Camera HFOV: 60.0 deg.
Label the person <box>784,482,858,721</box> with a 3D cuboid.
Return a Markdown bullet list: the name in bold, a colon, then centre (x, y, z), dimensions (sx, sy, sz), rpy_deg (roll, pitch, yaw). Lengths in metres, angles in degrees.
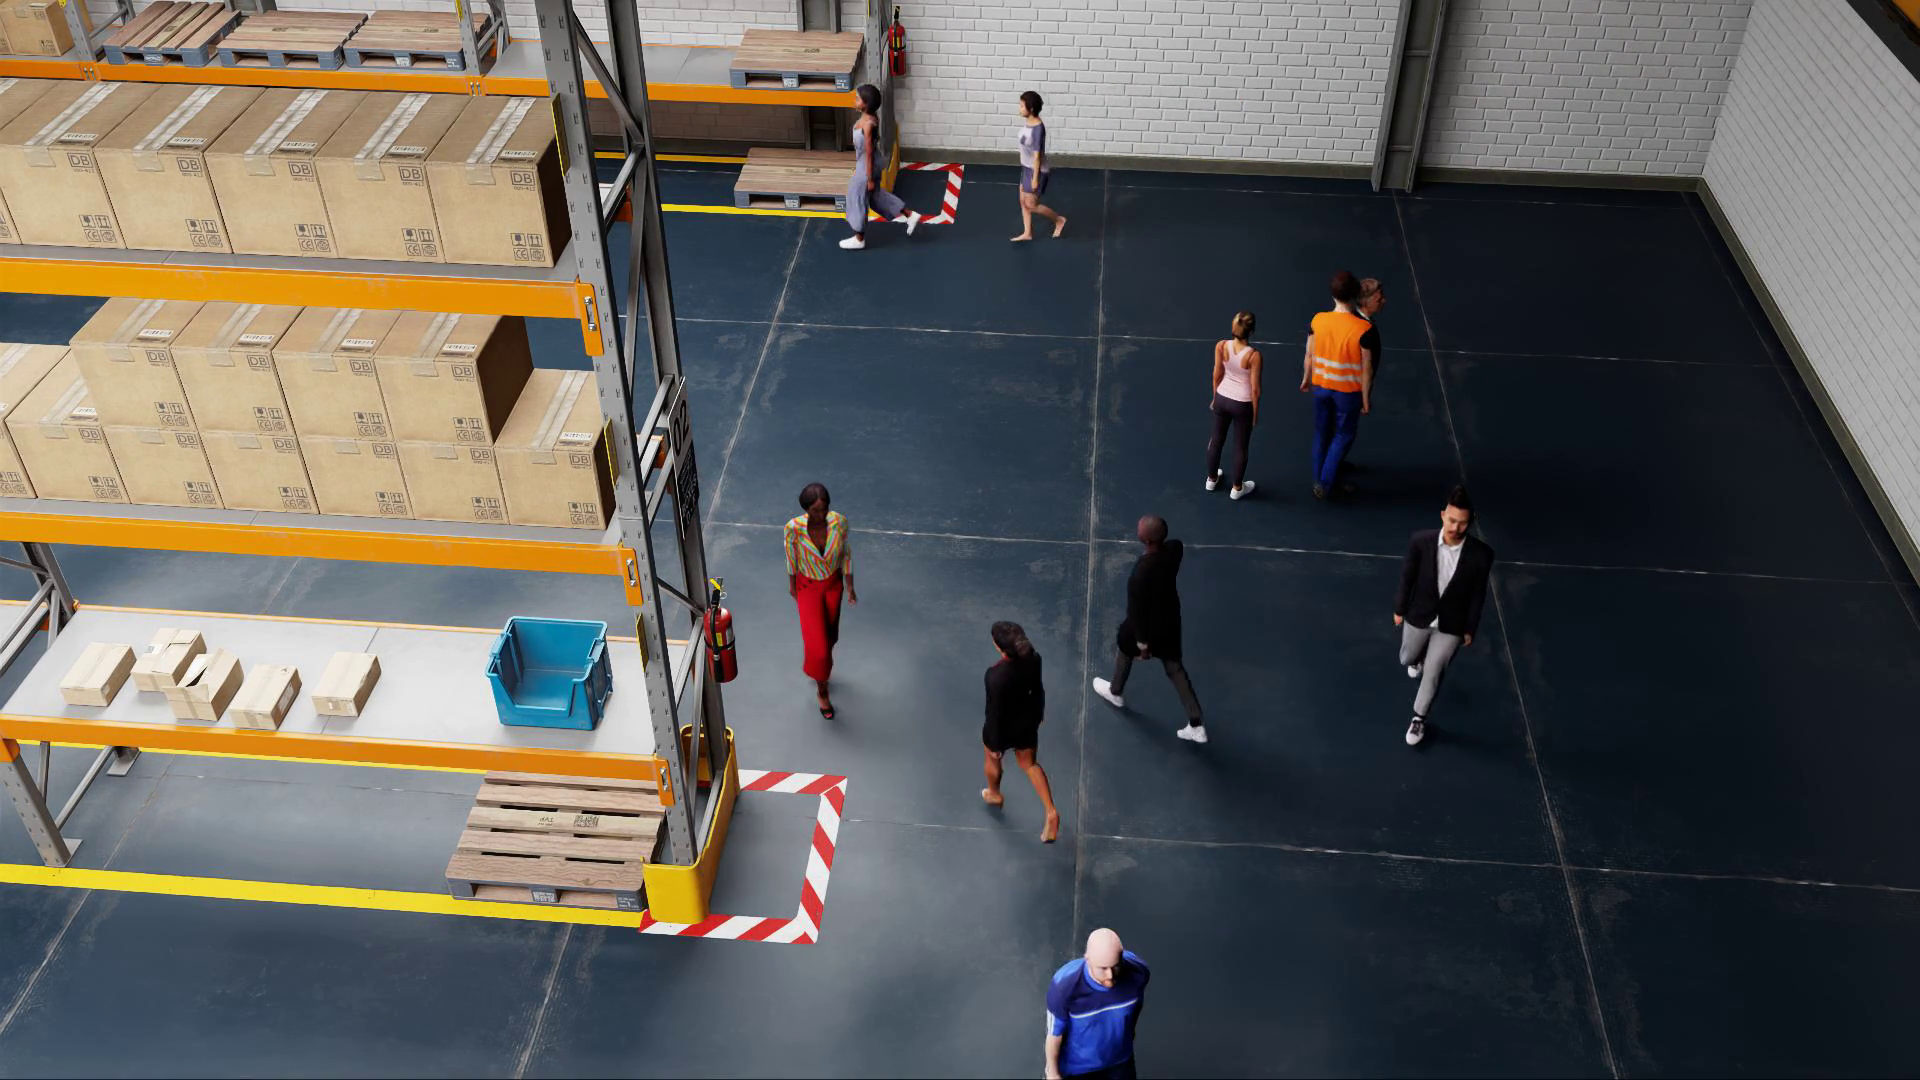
- **person**: centre (-0.953, 0.299, 11.039), dimensions (0.874, 1.767, 0.865), rpy_deg (-17, 41, -20)

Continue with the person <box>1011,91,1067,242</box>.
- **person**: centre (0.781, -3.585, 16.080), dimensions (0.836, 1.545, 0.697), rpy_deg (-7, 39, -9)

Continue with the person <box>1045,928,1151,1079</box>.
- **person**: centre (0.622, 2.475, 8.289), dimensions (1.217, 1.797, 1.040), rpy_deg (-10, 40, -13)

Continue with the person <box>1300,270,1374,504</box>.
- **person**: centre (2.896, -1.141, 12.762), dimensions (0.832, 1.867, 0.941), rpy_deg (30, 48, 32)

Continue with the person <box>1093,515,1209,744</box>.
- **person**: centre (1.321, 0.596, 10.704), dimensions (1.179, 1.721, 1.237), rpy_deg (-28, 46, -30)

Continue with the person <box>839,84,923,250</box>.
- **person**: centre (-0.788, -3.565, 15.949), dimensions (1.023, 1.676, 0.582), rpy_deg (1, 39, 1)

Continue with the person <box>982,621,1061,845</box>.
- **person**: centre (0.372, 1.189, 10.047), dimensions (0.993, 1.613, 1.006), rpy_deg (-27, 46, -29)

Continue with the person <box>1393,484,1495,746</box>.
- **person**: centre (3.110, 0.409, 10.767), dimensions (1.040, 1.934, 0.971), rpy_deg (15, 41, 18)

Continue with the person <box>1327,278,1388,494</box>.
- **person**: centre (3.034, -1.232, 12.917), dimensions (0.625, 1.815, 0.704), rpy_deg (8, 39, 10)

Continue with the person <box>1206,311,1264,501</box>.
- **person**: centre (2.113, -1.048, 12.828), dimensions (0.629, 1.638, 0.719), rpy_deg (25, 45, 28)
